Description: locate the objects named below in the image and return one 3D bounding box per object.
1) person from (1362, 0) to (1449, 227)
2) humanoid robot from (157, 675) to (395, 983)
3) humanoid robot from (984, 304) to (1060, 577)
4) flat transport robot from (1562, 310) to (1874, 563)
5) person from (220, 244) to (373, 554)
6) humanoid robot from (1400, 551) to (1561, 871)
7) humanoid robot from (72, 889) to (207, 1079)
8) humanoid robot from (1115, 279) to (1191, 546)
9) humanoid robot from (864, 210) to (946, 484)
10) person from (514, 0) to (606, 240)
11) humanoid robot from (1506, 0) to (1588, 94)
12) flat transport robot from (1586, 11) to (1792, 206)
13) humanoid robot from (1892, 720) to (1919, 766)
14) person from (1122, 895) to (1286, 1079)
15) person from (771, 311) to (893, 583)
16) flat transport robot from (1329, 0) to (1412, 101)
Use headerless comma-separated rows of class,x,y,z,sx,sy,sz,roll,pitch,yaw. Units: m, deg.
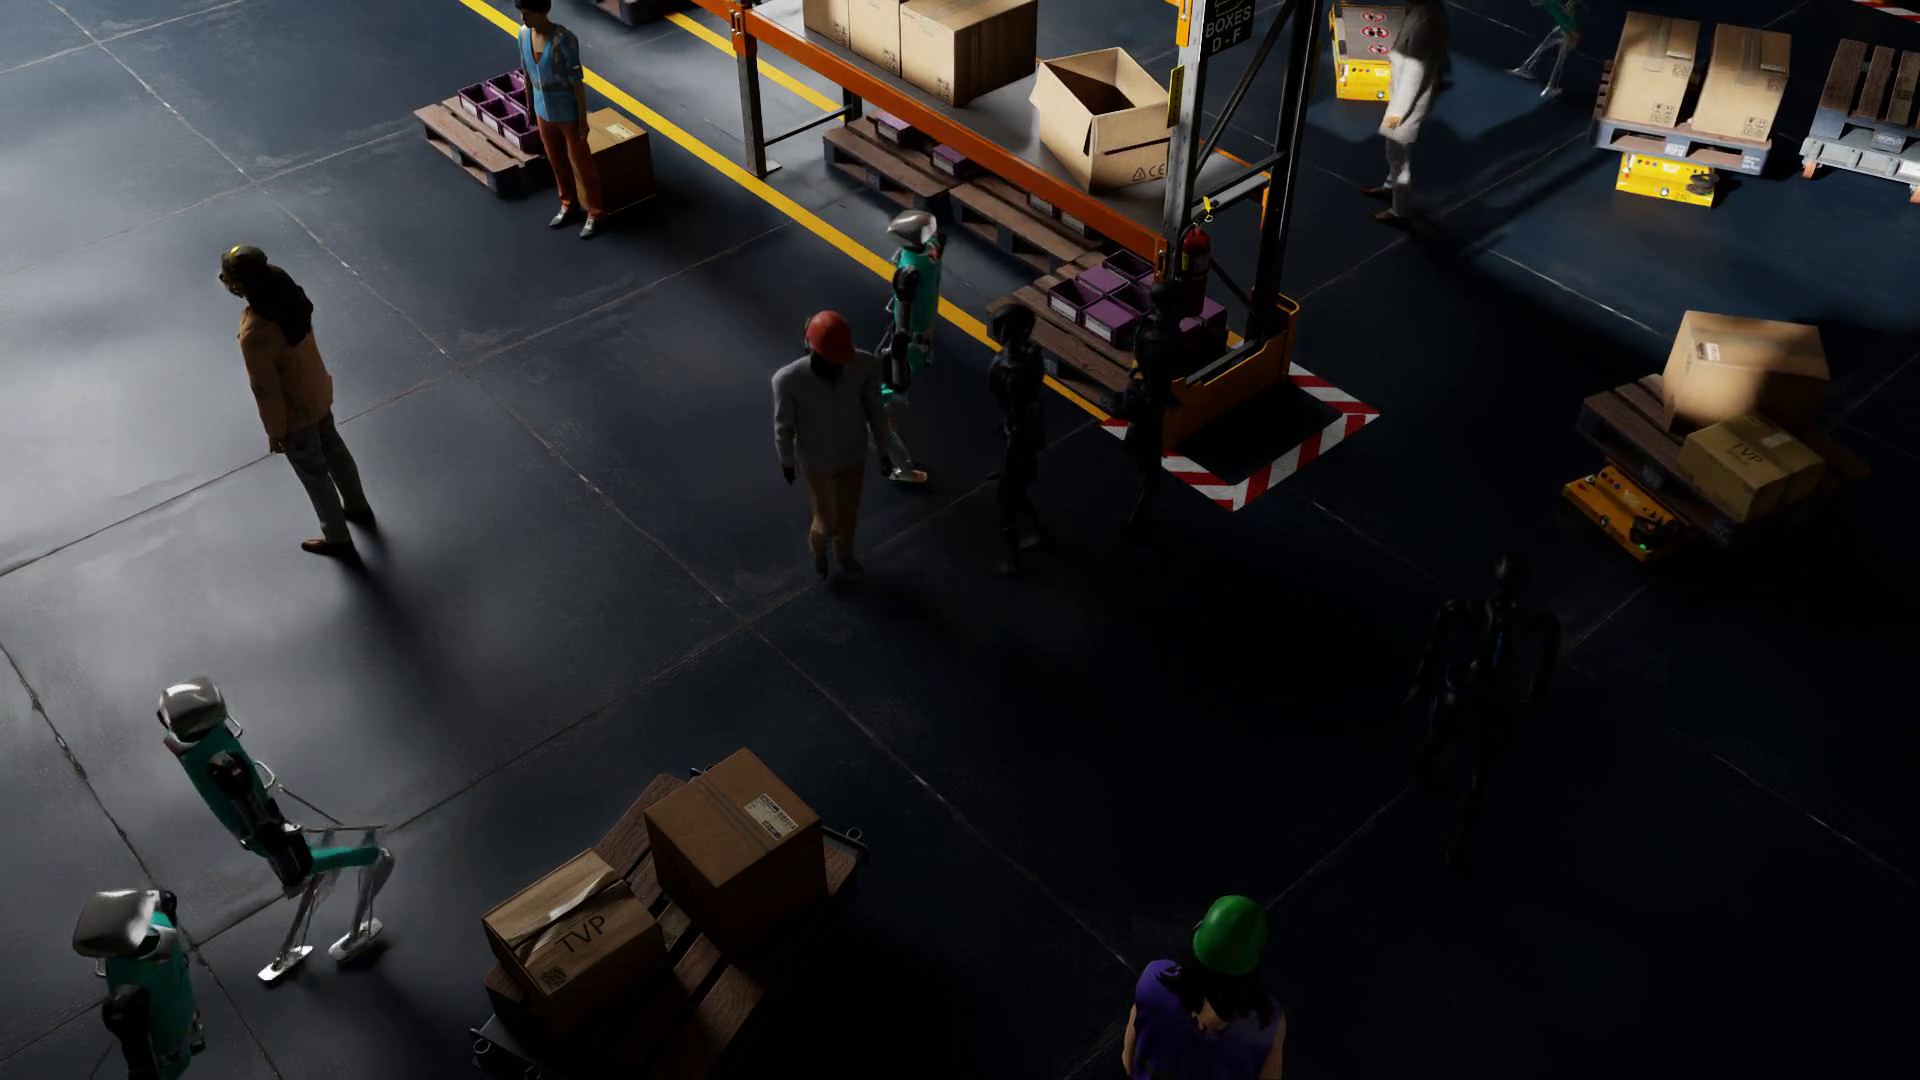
person,3.031,-3.000,11.220,0.387,1.828,0.531,15,45,16
humanoid robot,-2.671,1.136,6.777,0.543,1.798,0.713,33,52,31
humanoid robot,0.342,-0.502,8.616,0.428,1.649,0.600,0,43,1
flat transport robot,4.214,-0.338,9.462,1.431,0.231,0.659,-19,46,-19
person,-3.453,-0.722,8.702,0.390,1.869,0.559,3,43,4
humanoid robot,2.282,0.673,7.343,0.603,1.627,0.750,9,43,9
humanoid robot,-2.993,1.914,5.925,0.783,1.775,0.605,-5,43,-6
humanoid robot,1.020,-0.672,8.789,0.320,1.655,0.593,10,44,11
humanoid robot,-0.411,-1.003,9.112,0.654,1.818,0.536,12,44,13
person,-2.692,-2.861,11.109,0.502,1.758,0.339,18,46,19
humanoid robot,4.579,-4.286,12.679,0.806,1.792,0.545,3,43,4
flat transport robot,5.271,-2.943,12.296,0.659,0.231,1.431,15,45,16
humanoid robot,4.722,0.400,7.628,0.407,1.640,0.599,-1,43,-1
person,0.829,1.897,5.815,0.548,1.920,0.429,14,44,15
person,-0.633,-0.435,8.484,0.556,1.727,0.410,-20,46,-21
flat transport robot,3.341,-3.949,13.390,0.659,0.231,1.431,4,43,5
